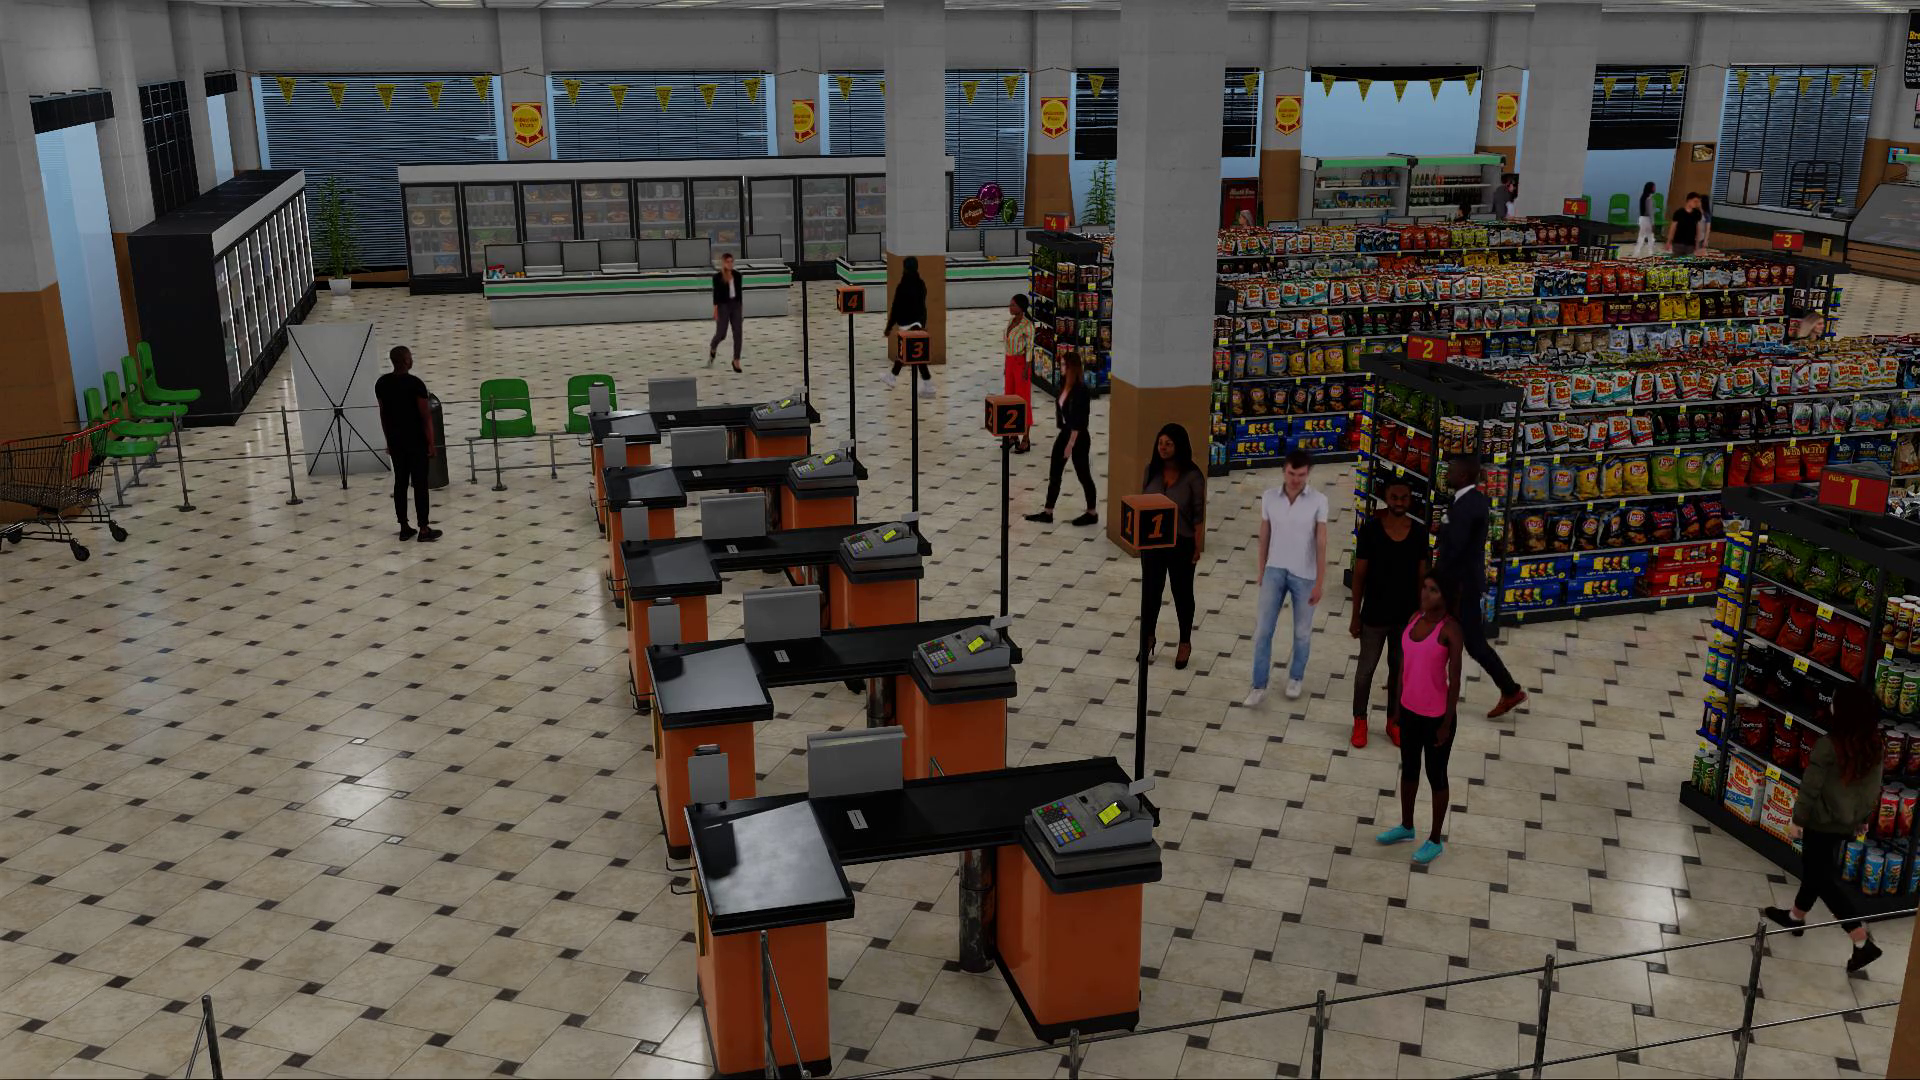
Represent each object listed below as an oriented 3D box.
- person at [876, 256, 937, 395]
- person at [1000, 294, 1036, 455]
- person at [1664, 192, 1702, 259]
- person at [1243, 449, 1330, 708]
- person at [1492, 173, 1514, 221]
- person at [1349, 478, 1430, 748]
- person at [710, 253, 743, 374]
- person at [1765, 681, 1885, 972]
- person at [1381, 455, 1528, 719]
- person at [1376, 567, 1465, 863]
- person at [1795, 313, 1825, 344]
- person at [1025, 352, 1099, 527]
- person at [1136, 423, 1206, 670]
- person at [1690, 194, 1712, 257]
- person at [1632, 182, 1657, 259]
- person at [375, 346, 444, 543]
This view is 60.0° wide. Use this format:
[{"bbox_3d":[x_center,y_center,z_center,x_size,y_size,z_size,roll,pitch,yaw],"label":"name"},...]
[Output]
[{"bbox_3d":[-0.571,-2.735,21.534,1.275,1.763,1.230,10,20,30],"label":"person"},{"bbox_3d":[0.655,-1.865,18.617,0.652,1.792,0.672,-12,21,-34],"label":"person"},{"bbox_3d":[13.040,-5.344,30.048,1.213,1.807,0.988,1,17,2],"label":"person"},{"bbox_3d":[2.347,0.232,11.650,0.945,1.827,0.975,6,18,20],"label":"person"},{"bbox_3d":[10.923,-6.466,33.665,1.064,1.853,0.719,-6,18,-19],"label":"person"},{"bbox_3d":[2.812,0.467,10.915,0.558,1.806,0.749,0,17,0],"label":"person"},{"bbox_3d":[-3.252,-3.155,23.122,0.961,1.642,0.833,-10,19,-29],"label":"person"},{"bbox_3d":[4.420,1.438,8.321,0.926,1.454,0.721,-7,18,-21],"label":"person"},{"bbox_3d":[3.505,0.334,11.364,1.306,1.798,1.112,5,18,17],"label":"person"},{"bbox_3d":[2.651,0.969,9.406,0.629,1.720,0.613,-10,20,-30],"label":"person"},{"bbox_3d":[9.109,-1.625,18.011,0.610,1.685,0.732,-14,22,-38],"label":"person"},{"bbox_3d":[1.173,-0.938,15.745,0.948,1.686,0.658,-6,18,-20],"label":"person"},{"bbox_3d":[1.548,0.039,12.261,0.750,1.841,0.812,9,19,28],"label":"person"},{"bbox_3d":[13.755,-5.580,30.999,0.563,1.705,0.627,-7,18,-23],"label":"person"},{"bbox_3d":[13.703,-6.330,33.472,0.977,1.705,0.838,3,17,10],"label":"person"},{"bbox_3d":[-5.107,-0.893,15.371,0.666,1.818,0.802,4,17,14],"label":"person"}]
